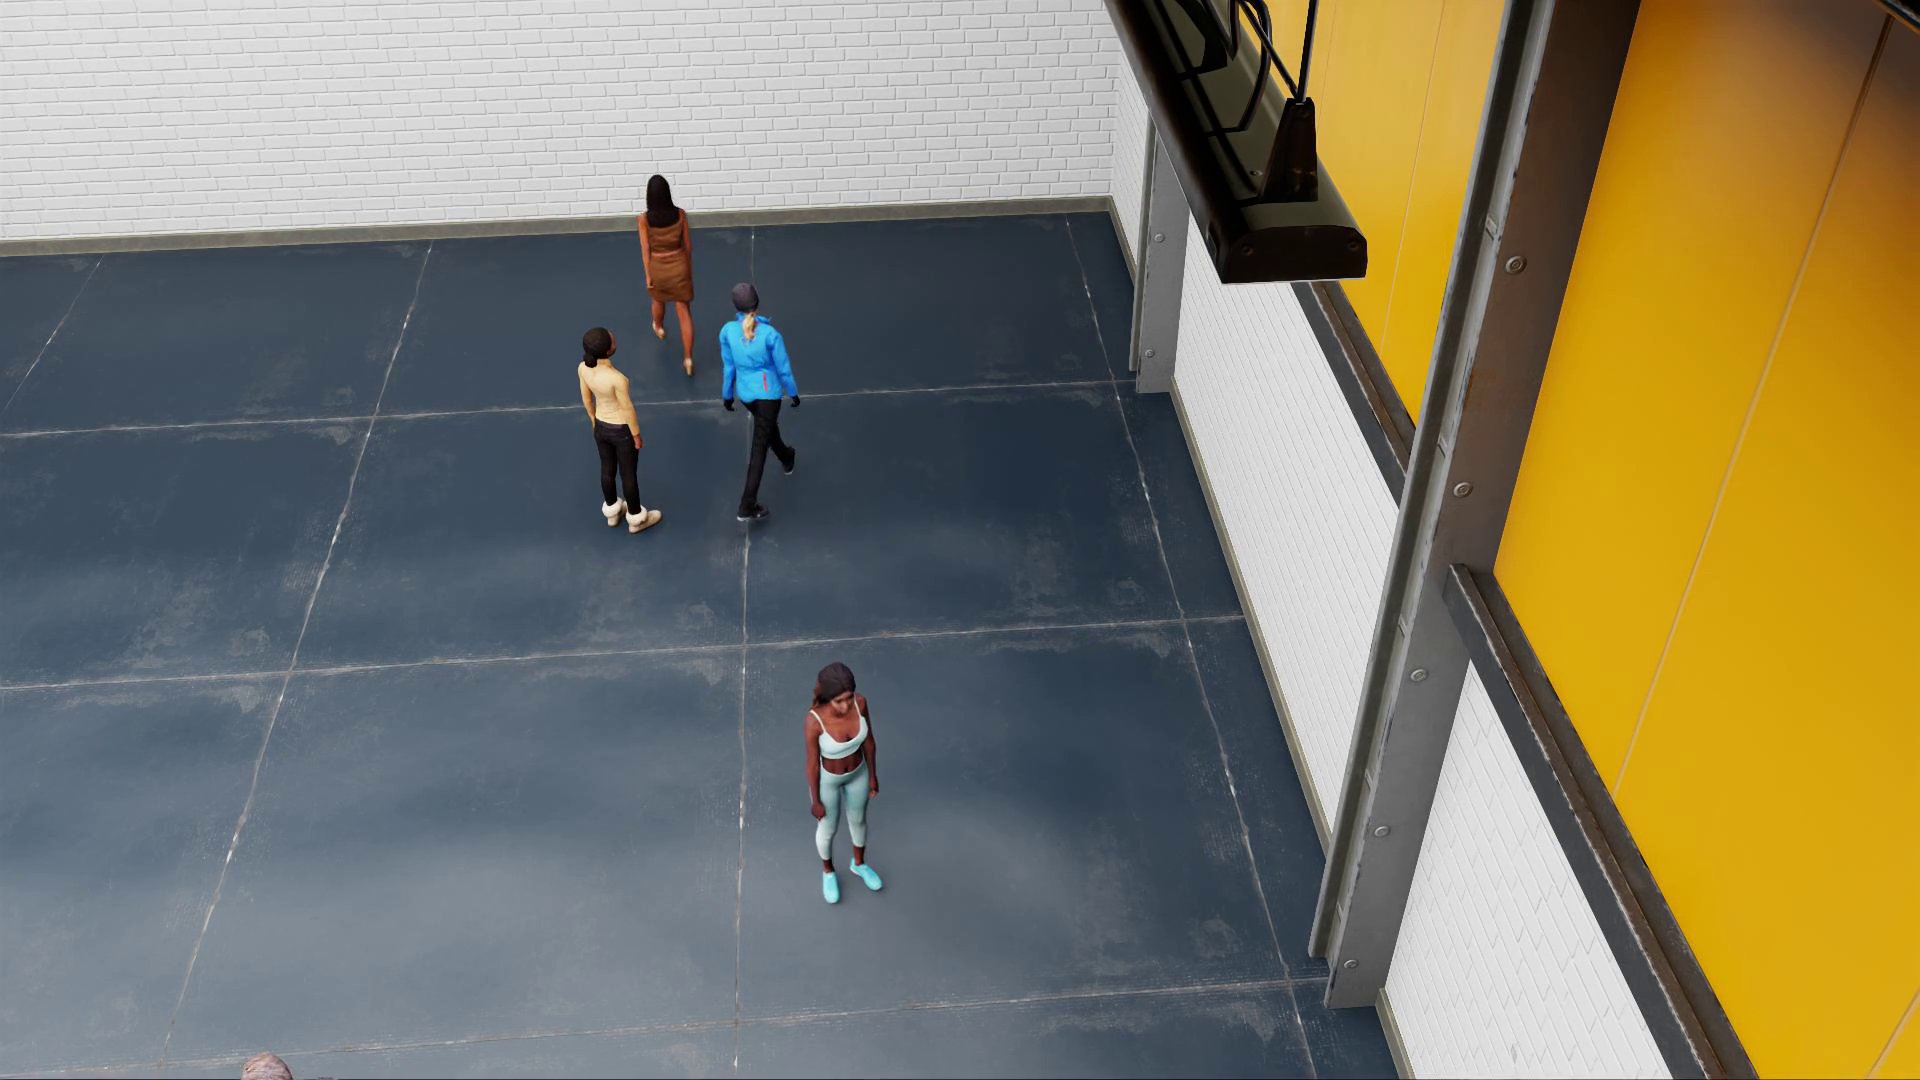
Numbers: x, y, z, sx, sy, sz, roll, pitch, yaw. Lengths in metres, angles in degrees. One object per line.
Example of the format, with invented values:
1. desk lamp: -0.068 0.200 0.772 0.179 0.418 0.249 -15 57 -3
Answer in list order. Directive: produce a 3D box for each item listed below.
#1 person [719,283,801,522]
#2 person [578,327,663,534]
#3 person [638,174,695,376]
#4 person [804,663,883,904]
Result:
1. person: -1.469 -0.944 11.895 1.061 1.751 1.306 17 42 20
2. person: -2.449 -0.784 11.767 0.688 1.660 0.727 19 43 23
3. person: -2.320 -2.092 13.414 0.763 1.648 1.086 -14 41 -17
4. person: -0.655 1.308 9.095 0.644 1.724 0.656 -20 43 -23
